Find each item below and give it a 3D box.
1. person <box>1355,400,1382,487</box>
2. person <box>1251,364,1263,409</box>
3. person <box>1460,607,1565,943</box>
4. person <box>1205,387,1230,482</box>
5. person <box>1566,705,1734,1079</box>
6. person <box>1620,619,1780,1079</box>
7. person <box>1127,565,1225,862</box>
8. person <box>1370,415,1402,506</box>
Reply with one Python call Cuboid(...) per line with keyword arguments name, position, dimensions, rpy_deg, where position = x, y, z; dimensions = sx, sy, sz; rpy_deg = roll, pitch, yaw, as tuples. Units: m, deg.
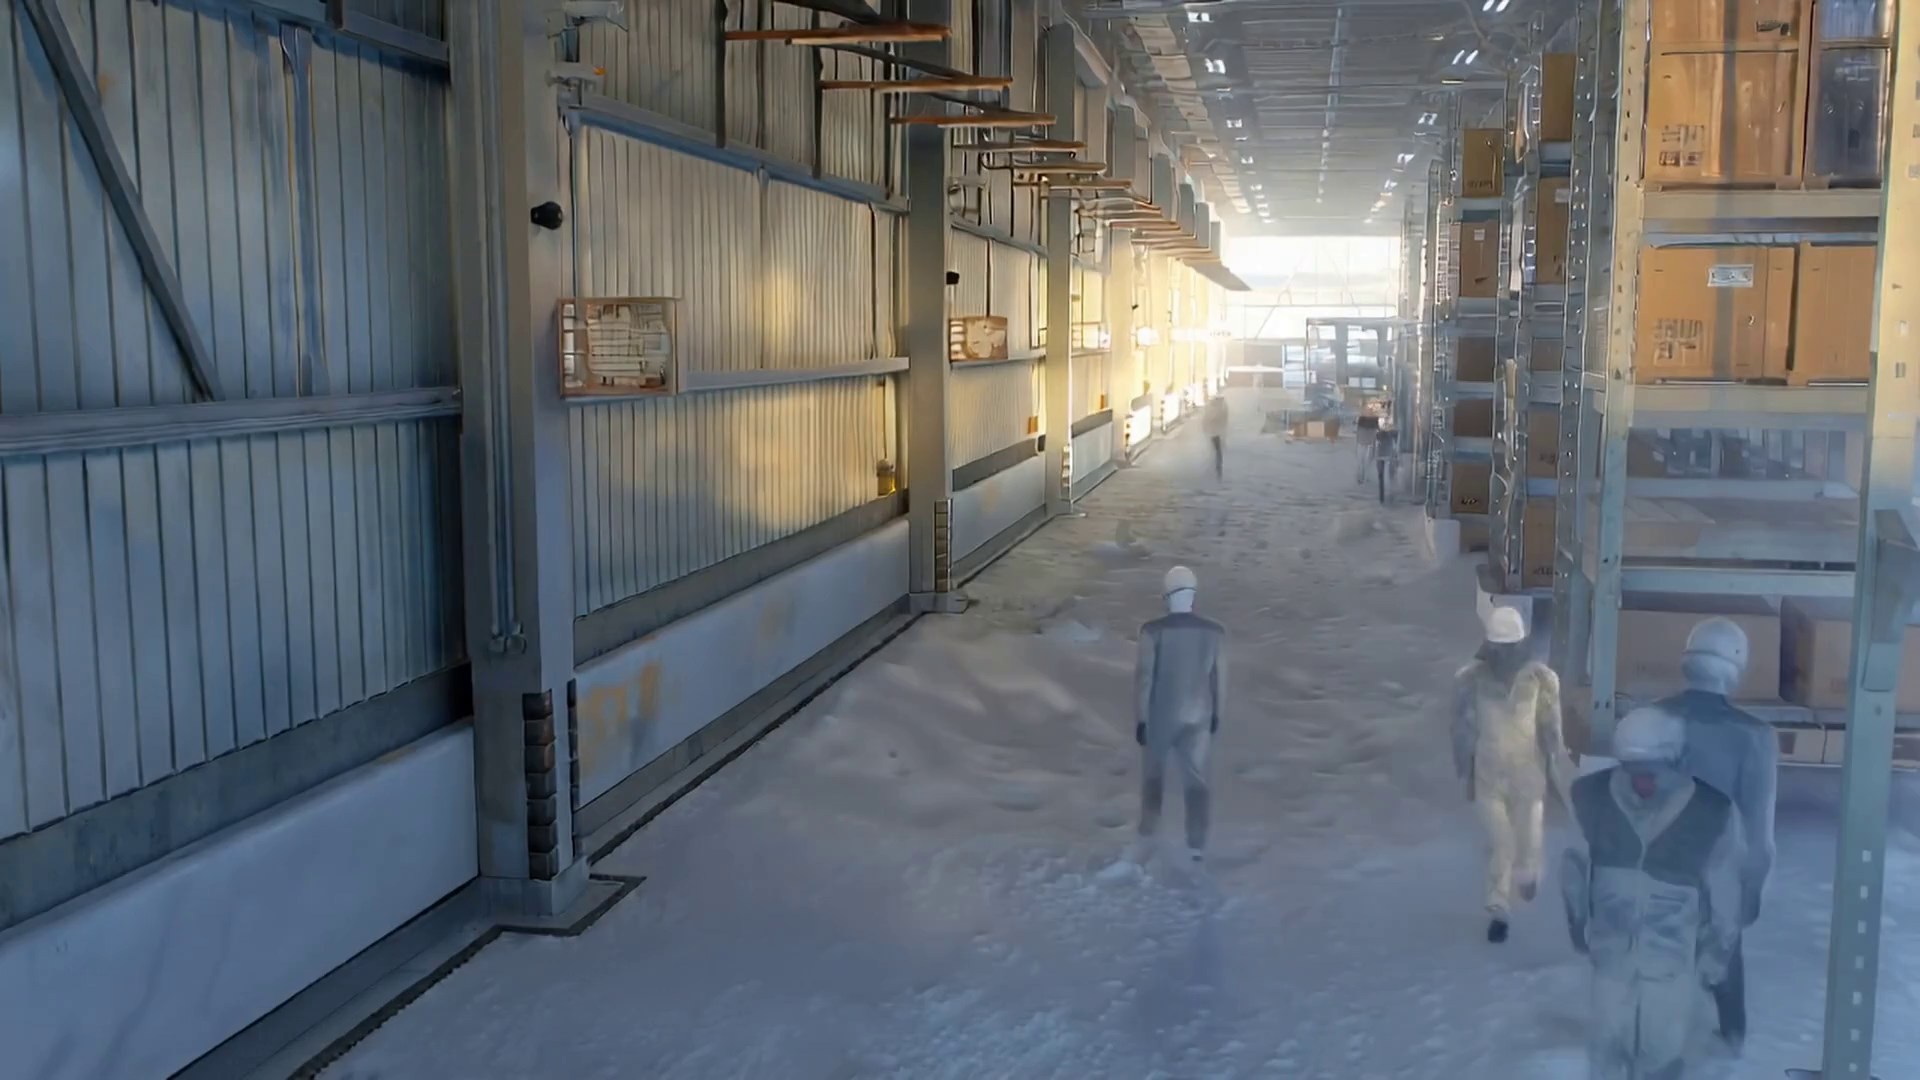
Cuboid(name="person", position=(8.211, -1.954, 33.462), dimensions=(0.529, 1.752, 0.474), rpy_deg=(1, 7, 9))
Cuboid(name="person", position=(12.044, -6.246, 67.570), dimensions=(0.564, 1.834, 0.391), rpy_deg=(-3, 8, -23))
Cuboid(name="person", position=(2.868, 1.171, 8.643), dimensions=(0.534, 1.712, 0.667), rpy_deg=(3, 8, 22))
Cuboid(name="person", position=(5.323, -2.193, 34.554), dimensions=(0.605, 1.970, 0.589), rpy_deg=(-4, 8, -26))
Cuboid(name="person", position=(2.552, 1.445, 6.201), dimensions=(0.565, 1.790, 0.926), rpy_deg=(3, 8, 26))
Cuboid(name="person", position=(3.012, 1.284, 6.825), dimensions=(0.622, 1.936, 1.002), rpy_deg=(5, 9, 34))
Cuboid(name="person", position=(1.280, 1.002, 9.978), dimensions=(0.587, 1.713, 0.838), rpy_deg=(-1, 7, -11))
Cuboid(name="person", position=(7.613, -1.417, 29.736), dimensions=(0.540, 1.619, 0.706), rpy_deg=(2, 7, 16))
